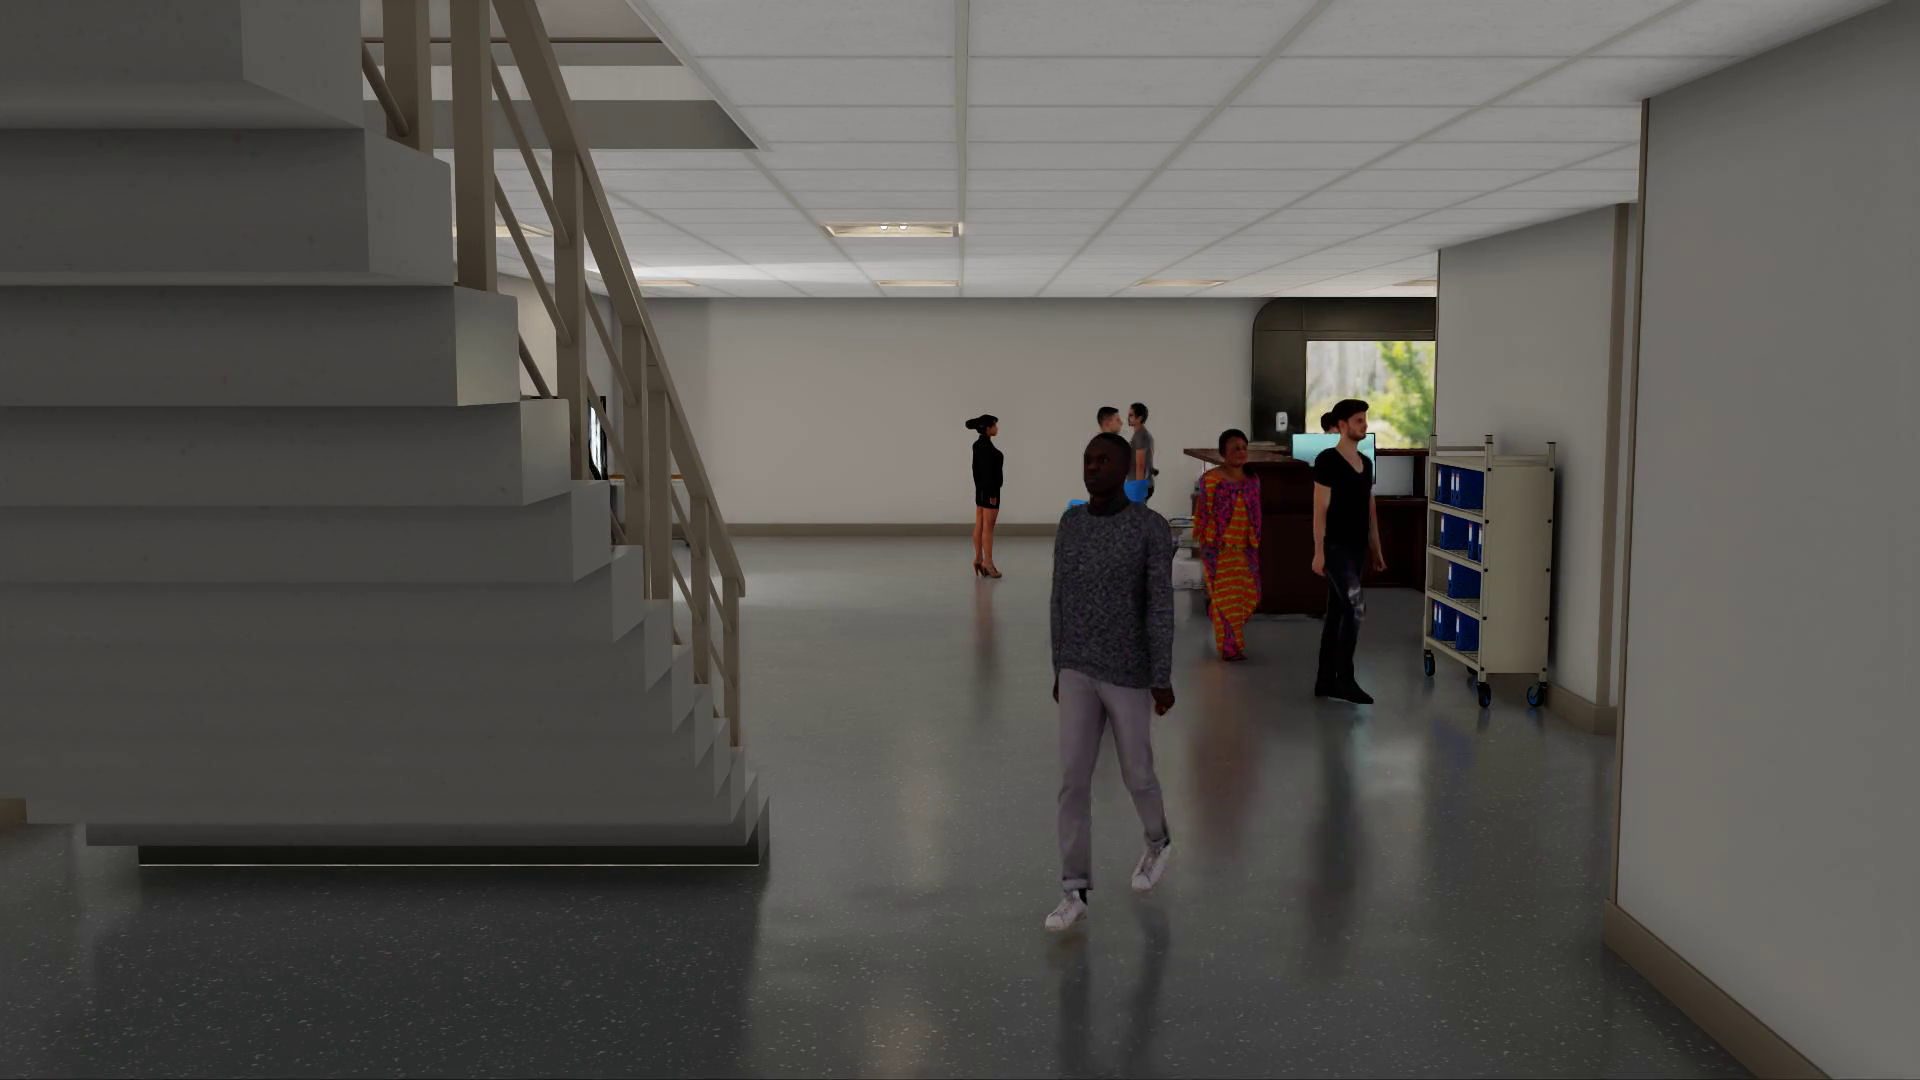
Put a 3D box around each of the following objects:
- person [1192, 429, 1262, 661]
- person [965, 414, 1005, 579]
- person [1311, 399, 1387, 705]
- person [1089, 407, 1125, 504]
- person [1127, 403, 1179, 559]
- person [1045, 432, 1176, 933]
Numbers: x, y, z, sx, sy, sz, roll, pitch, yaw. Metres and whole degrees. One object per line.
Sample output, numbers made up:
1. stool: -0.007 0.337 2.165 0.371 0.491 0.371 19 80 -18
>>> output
1. person: 1.926 0.019 11.972 0.831 1.671 0.999 -2 6 -21
2. person: 0.274 -0.446 16.752 0.715 1.640 0.649 -2 6 -19
3. person: 2.321 0.067 10.421 0.873 1.886 0.933 -6 8 -44
4. person: 1.268 -0.275 14.446 0.746 1.760 0.604 -2 6 -21
5. person: 1.916 -0.517 16.977 0.770 1.735 0.898 1 6 8
6. person: 0.617 0.515 6.327 1.072 1.815 1.265 3 7 30
